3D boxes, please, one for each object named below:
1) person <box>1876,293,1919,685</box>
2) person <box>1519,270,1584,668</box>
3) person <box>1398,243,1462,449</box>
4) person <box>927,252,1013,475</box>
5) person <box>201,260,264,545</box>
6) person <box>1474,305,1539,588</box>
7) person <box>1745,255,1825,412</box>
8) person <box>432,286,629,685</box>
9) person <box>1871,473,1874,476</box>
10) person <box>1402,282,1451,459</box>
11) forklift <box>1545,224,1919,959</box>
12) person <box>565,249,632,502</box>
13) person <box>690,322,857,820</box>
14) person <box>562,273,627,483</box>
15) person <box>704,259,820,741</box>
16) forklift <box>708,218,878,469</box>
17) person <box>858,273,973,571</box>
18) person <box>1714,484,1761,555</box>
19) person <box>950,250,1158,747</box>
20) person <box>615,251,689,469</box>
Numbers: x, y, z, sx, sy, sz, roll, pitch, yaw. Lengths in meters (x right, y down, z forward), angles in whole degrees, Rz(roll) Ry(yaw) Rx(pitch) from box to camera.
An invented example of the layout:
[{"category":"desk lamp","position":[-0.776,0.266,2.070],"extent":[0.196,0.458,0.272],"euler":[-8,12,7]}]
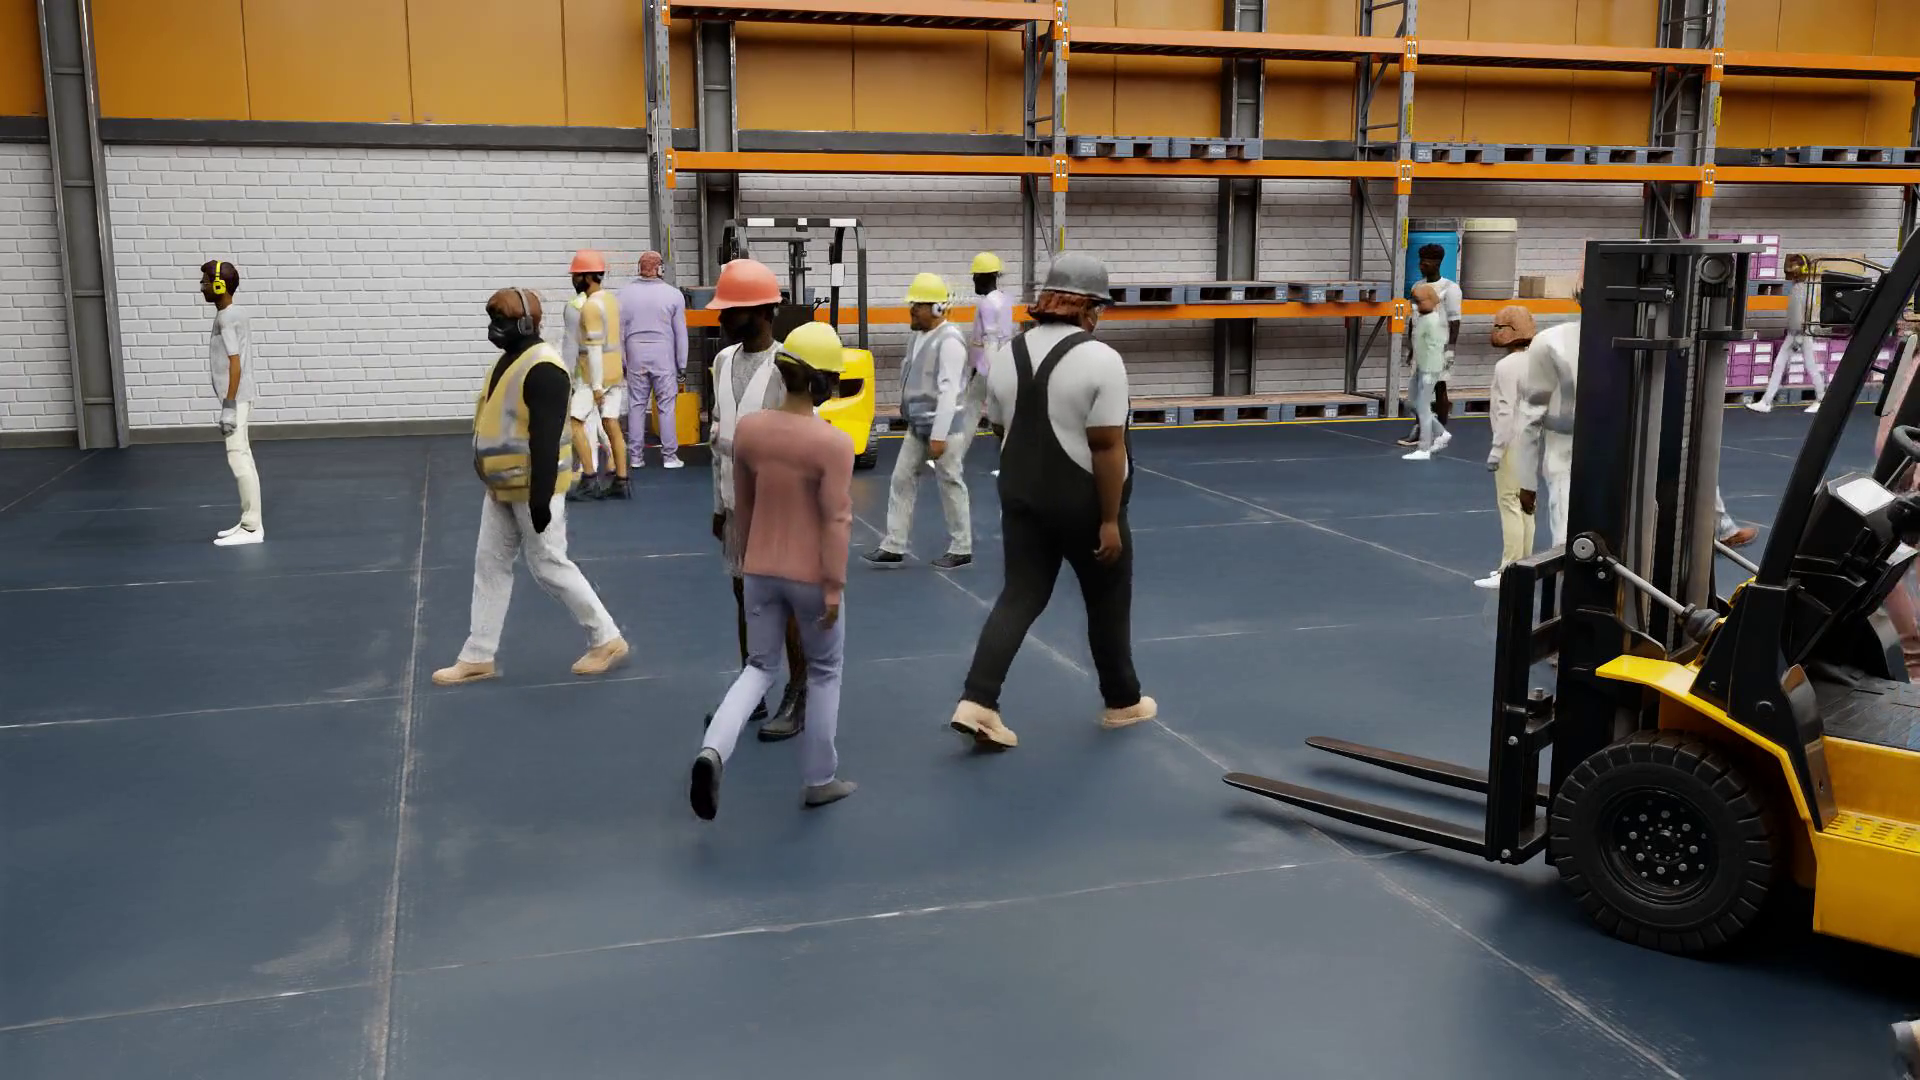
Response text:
[{"category":"person","position":[4.043,-0.179,6.972],"extent":[0.482,1.880,0.675],"euler":[2,10,9]},{"category":"person","position":[2.808,-0.282,7.278],"extent":[0.645,1.969,1.060],"euler":[0,10,2]},{"category":"person","position":[4.518,-1.860,15.977],"extent":[0.363,1.962,0.612],"euler":[-6,12,-29]},{"category":"person","position":[0.181,-1.468,14.045],"extent":[0.758,1.898,0.600],"euler":[4,11,20]},{"category":"person","position":[-4.820,-0.901,10.983],"extent":[0.319,1.871,0.532],"euler":[-3,11,-17]},{"category":"person","position":[3.175,-0.531,9.595],"extent":[0.284,1.633,0.501],"euler":[8,13,37]},{"category":"person","position":[9.643,-2.362,19.140],"extent":[0.968,1.824,0.539],"euler":[-2,10,-10]},{"category":"person","position":[-1.968,-0.247,7.576],"extent":[0.859,1.812,0.642],"euler":[-7,12,-34]},{"category":"person","position":[7.675,-1.272,12.976],"extent":[0.977,1.896,0.659],"euler":[2,11,12]},{"category":"person","position":[4.233,-1.522,15.059],"extent":[0.386,1.615,0.547],"euler":[1,10,3]},{"category":"forklift","position":[2.909,0.117,4.508],"extent":[2.313,2.155,1.214],"euler":[9,14,40]},{"category":"person","position":[-2.832,-1.248,12.728],"extent":[0.629,1.918,0.551],"euler":[2,10,9]},{"category":"person","position":[-0.614,0.128,5.696],"extent":[0.533,1.738,0.688],"euler":[6,12,28]},{"category":"person","position":[-3.050,-1.369,13.693],"extent":[0.447,1.816,0.664],"euler":[5,12,27]},{"category":"person","position":[-0.813,-0.153,6.704],"extent":[0.548,1.934,0.375],"euler":[8,13,38]},{"category":"forklift","position":[-1.522,-1.778,14.899],"extent":[1.214,2.155,2.313],"euler":[-3,11,-17]},{"category":"person","position":[-0.267,-0.686,9.977],"extent":[0.785,1.799,0.613],"euler":[-5,12,-26]},{"category":"person","position":[4.603,-0.817,10.474],"extent":[1.021,1.881,0.641],"euler":[-2,10,-10]},{"category":"person","position":[0.370,-0.193,6.628],"extent":[0.682,2.000,1.023],"euler":[9,14,42]},{"category":"person","position":[-2.675,-1.561,14.527],"extent":[0.636,1.900,0.403],"euler":[0,10,2]}]
